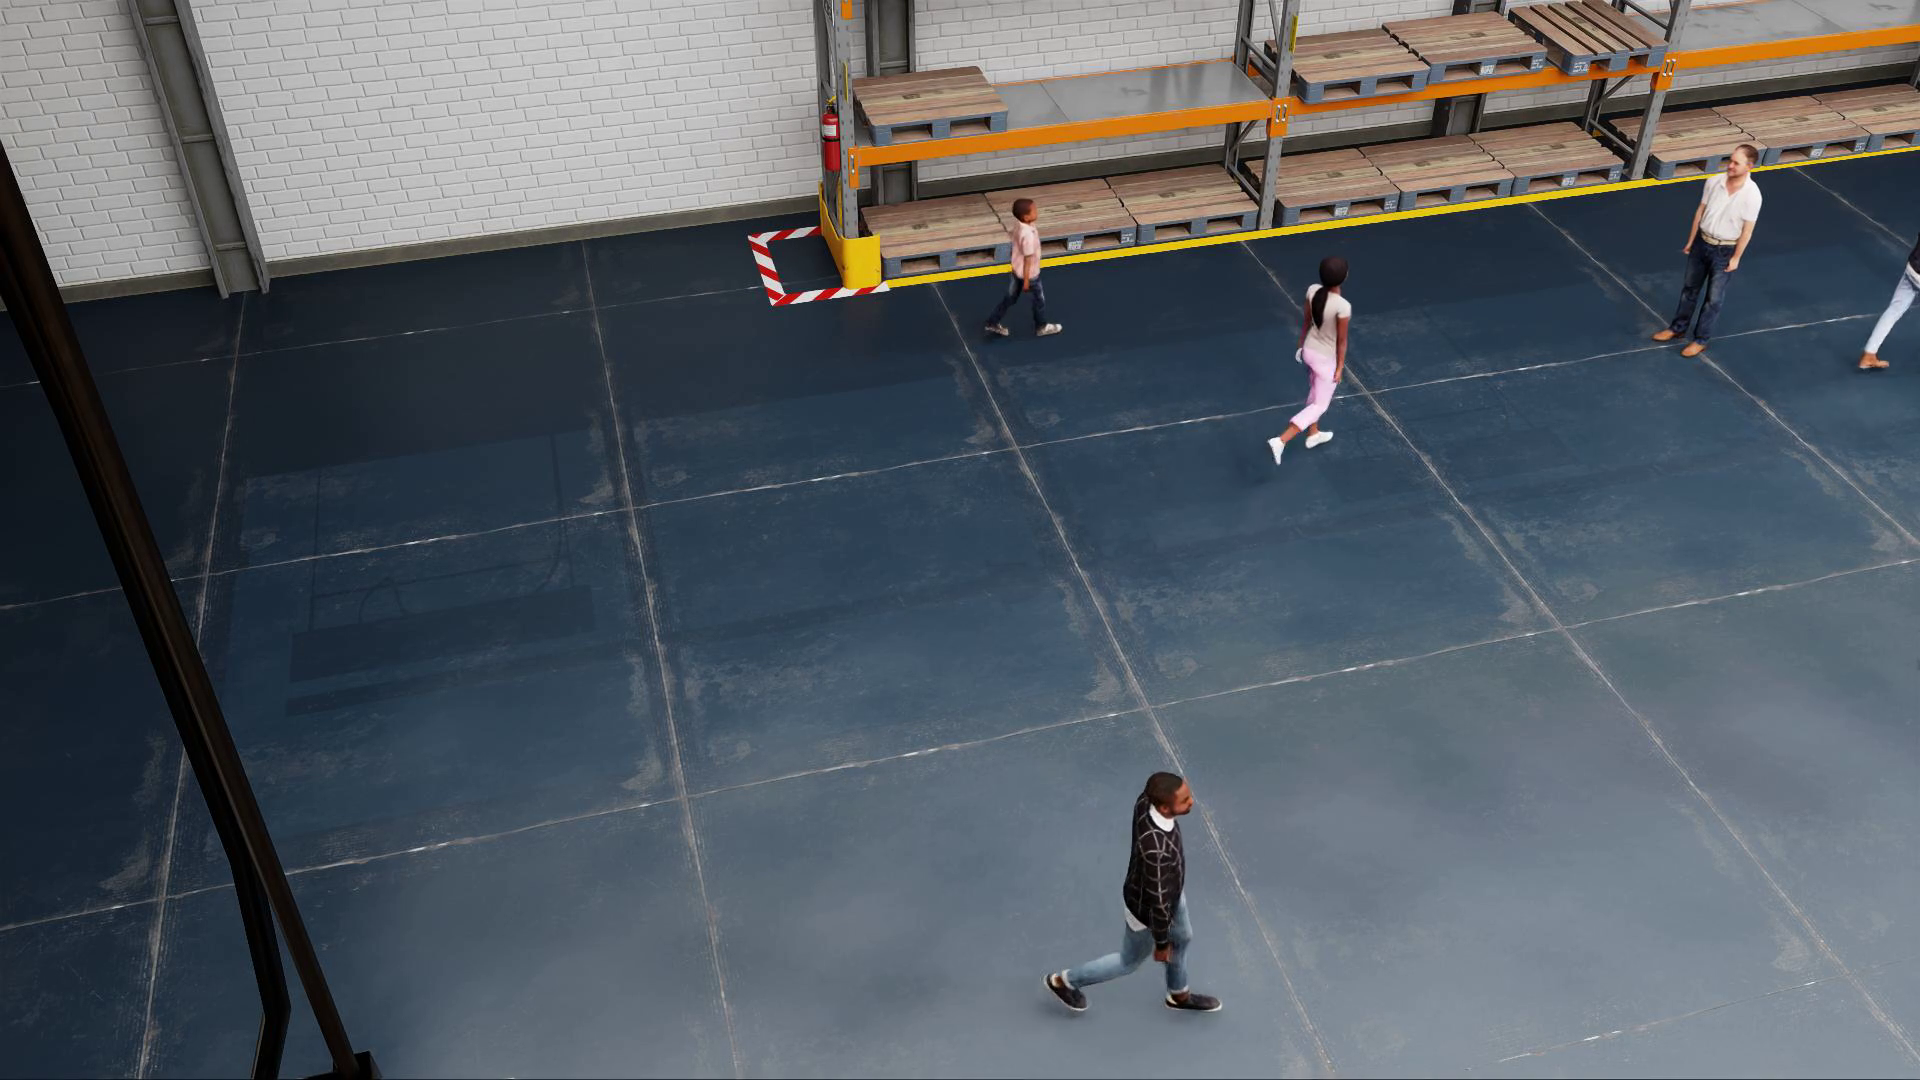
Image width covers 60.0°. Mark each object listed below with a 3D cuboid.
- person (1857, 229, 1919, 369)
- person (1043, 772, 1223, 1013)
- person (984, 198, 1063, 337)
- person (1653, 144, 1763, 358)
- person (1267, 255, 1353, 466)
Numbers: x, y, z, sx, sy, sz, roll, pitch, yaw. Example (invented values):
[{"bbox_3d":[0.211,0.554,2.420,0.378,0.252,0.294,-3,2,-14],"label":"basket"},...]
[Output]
[{"bbox_3d":[7.667,-2.119,13.323,1.081,1.802,0.715,-7,39,-9],"label":"person"},{"bbox_3d":[0.874,1.827,8.396,1.286,1.785,0.985,5,39,6],"label":"person"},{"bbox_3d":[0.479,-2.253,13.900,0.878,1.292,0.509,-9,39,-11],"label":"person"},{"bbox_3d":[6.212,-2.394,13.626,0.660,1.855,0.709,-19,43,-23],"label":"person"},{"bbox_3d":[2.619,-1.308,12.372,1.082,1.722,0.792,-23,44,-26],"label":"person"}]
